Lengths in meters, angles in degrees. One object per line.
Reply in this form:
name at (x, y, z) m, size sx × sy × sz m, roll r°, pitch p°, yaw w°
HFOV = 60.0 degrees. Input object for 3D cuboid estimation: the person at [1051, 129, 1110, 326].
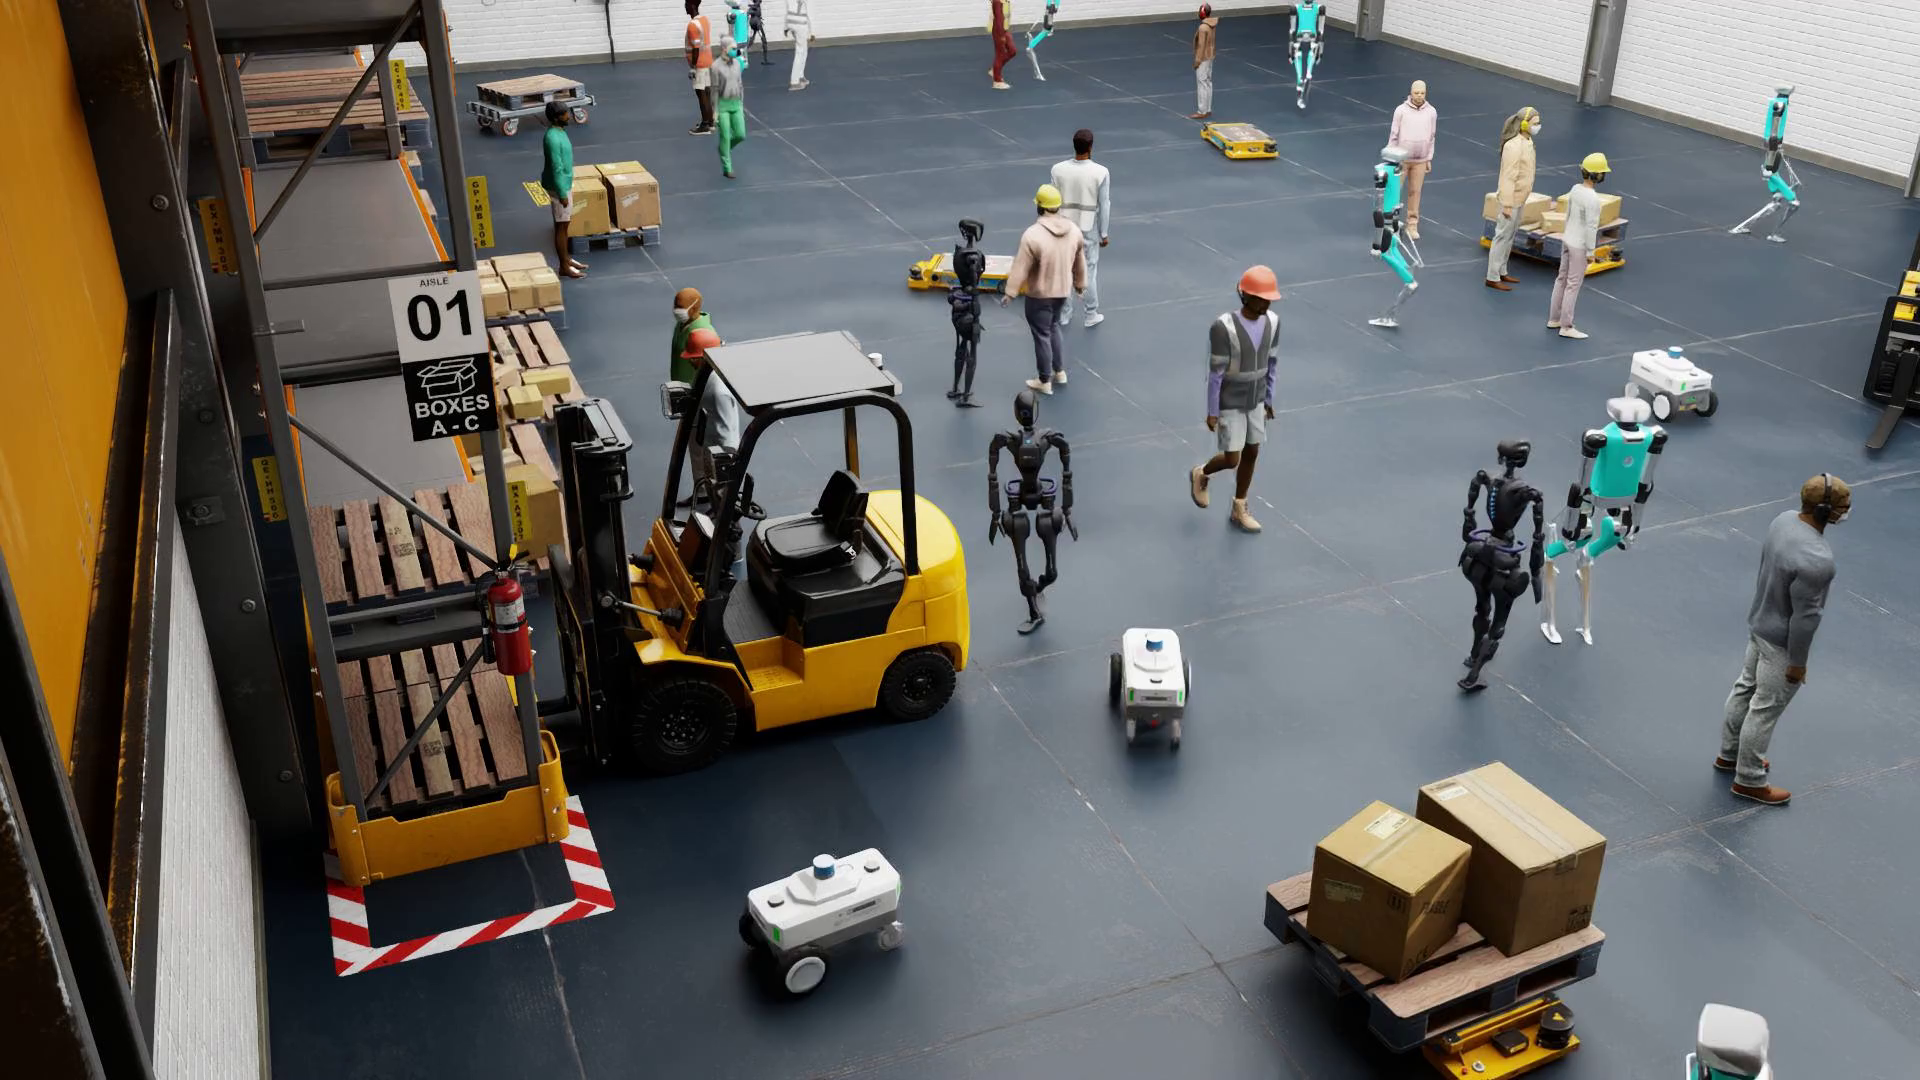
person at (1.159, -3.023, 16.165) m, size 0.589 × 1.919 × 0.399 m, roll 10°, pitch 28°, yaw 20°

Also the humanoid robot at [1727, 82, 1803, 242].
humanoid robot at (9.312, -4.250, 18.828) m, size 0.837 × 1.794 × 0.582 m, roll 11°, pitch 29°, yaw 20°

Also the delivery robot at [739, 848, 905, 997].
delivery robot at (-0.672, 1.811, 8.080) m, size 0.801 × 0.608 × 0.499 m, roll -15°, pitch 30°, yaw -27°

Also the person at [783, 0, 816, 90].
person at (-2.507, -8.079, 26.290) m, size 0.621 × 1.855 × 0.597 m, roll -22°, pitch 34°, yaw -37°

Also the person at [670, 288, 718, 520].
person at (-1.941, -1.011, 12.313) m, size 0.384 × 1.782 × 0.552 m, roll -17°, pitch 31°, yaw -30°

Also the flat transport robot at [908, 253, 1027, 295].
flat transport robot at (0.215, -2.817, 17.590) m, size 1.431 × 0.231 × 0.659 m, roll 5°, pitch 27°, yaw 9°

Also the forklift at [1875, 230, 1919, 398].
forklift at (9.029, -2.397, 14.618) m, size 1.214 × 2.155 × 2.313 m, roll 18°, pitch 32°, yaw 32°

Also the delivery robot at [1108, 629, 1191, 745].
delivery robot at (1.156, 0.839, 10.022) m, size 0.499 × 0.614 × 0.808 m, roll 1°, pitch 27°, yaw 2°

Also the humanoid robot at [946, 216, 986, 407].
humanoid robot at (0.057, -1.979, 14.354) m, size 0.333 × 1.656 × 0.603 m, roll -5°, pitch 27°, yaw -10°

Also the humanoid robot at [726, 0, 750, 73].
humanoid robot at (-3.397, -6.987, 24.306) m, size 0.687 × 1.846 × 0.540 m, roll 10°, pitch 28°, yaw 19°

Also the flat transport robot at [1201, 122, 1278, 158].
flat transport robot at (3.855, -5.526, 22.978) m, size 0.659 × 0.231 × 1.431 m, roll -4°, pitch 27°, yaw -8°

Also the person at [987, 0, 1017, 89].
person at (0.670, -8.021, 26.293) m, size 0.448 × 1.753 × 0.476 m, roll 10°, pitch 28°, yaw 20°

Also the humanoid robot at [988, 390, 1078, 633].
humanoid robot at (0.479, -0.208, 10.857) m, size 0.593 × 1.637 × 0.490 m, roll 1°, pitch 27°, yaw 2°

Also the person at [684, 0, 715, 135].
person at (-3.701, -6.739, 23.513) m, size 0.383 × 1.958 × 0.600 m, roll 5°, pitch 27°, yaw 9°

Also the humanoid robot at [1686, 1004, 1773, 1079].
humanoid robot at (2.232, 2.286, 5.823) m, size 0.868 × 1.780 × 0.550 m, roll 9°, pitch 28°, yaw 18°

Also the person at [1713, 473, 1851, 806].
person at (4.496, 0.527, 9.095) m, size 0.374 × 1.928 × 0.627 m, roll 3°, pitch 27°, yaw 7°

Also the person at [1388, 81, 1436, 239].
person at (5.104, -4.316, 18.886) m, size 0.524 × 1.783 × 0.402 m, roll 0°, pitch 27°, yaw 0°

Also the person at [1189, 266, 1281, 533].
person at (2.014, -1.041, 12.106) m, size 0.629 × 2.022 × 0.573 m, roll -15°, pitch 30°, yaw -27°

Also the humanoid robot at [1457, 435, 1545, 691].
humanoid robot at (3.274, 0.129, 10.182) m, size 0.522 × 1.643 × 0.602 m, roll -19°, pitch 32°, yaw -33°

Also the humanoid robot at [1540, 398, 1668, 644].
humanoid robot at (4.024, -0.158, 10.655) m, size 0.534 × 1.761 × 0.702 m, roll -4°, pitch 27°, yaw -8°

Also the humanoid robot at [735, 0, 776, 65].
humanoid robot at (-3.529, -8.848, 28.081) m, size 0.745 × 1.637 × 0.610 m, roll -5°, pitch 27°, yaw -10°

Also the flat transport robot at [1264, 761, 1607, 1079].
flat transport robot at (2.206, 2.026, 7.957) m, size 0.659 × 0.231 × 1.431 m, roll -13°, pitch 29°, yaw -23°

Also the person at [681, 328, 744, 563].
person at (-1.723, -0.655, 11.646) m, size 0.353 × 1.742 × 0.580 m, roll -9°, pitch 28°, yaw -17°

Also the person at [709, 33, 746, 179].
person at (-3.021, -5.602, 21.397) m, size 0.556 × 1.828 × 0.521 m, roll -22°, pitch 34°, yaw -37°

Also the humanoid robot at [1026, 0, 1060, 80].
humanoid robot at (1.296, -8.398, 27.063) m, size 0.717 × 1.773 × 0.585 m, roll 2°, pitch 27°, yaw 3°

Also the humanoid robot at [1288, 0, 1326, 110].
humanoid robot at (5.108, -7.187, 24.705) m, size 0.538 × 1.761 × 1.030 m, roll 7°, pitch 27°, yaw 13°

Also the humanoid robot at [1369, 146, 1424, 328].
humanoid robot at (4.266, -2.883, 16.061) m, size 0.678 × 1.767 × 0.533 m, roll 15°, pitch 30°, yaw 27°

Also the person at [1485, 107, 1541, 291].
person at (5.727, -3.553, 17.268) m, size 0.395 × 1.875 × 0.568 m, roll 17°, pitch 31°, yaw 30°

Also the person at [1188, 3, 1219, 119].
person at (3.595, -7.043, 24.454) m, size 0.320 × 1.651 × 0.460 m, roll 14°, pitch 30°, yaw 25°

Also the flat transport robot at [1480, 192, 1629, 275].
flat transport robot at (6.569, -3.243, 18.438) m, size 0.659 × 0.231 × 1.431 m, roll -17°, pitch 32°, yaw -31°

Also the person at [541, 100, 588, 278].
person at (-4.239, -3.720, 17.628) m, size 0.385 × 1.851 × 0.495 m, roll -2°, pitch 27°, yaw -4°

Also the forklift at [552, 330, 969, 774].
forklift at (-1.094, 0.010, 9.831) m, size 2.313 × 2.155 × 1.214 m, roll -10°, pitch 28°, yaw -20°

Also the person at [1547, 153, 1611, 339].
person at (5.943, -2.824, 15.936) m, size 0.319 × 1.769 × 0.523 m, roll -2°, pitch 27°, yaw -4°

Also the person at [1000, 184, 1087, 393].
person at (0.762, -2.180, 14.568) m, size 0.810 × 1.850 × 0.470 m, roll -19°, pitch 33°, yaw -33°

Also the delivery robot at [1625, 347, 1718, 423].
delivery robot at (6.151, -1.361, 14.385) m, size 0.499 × 0.603 × 0.795 m, roll -8°, pitch 28°, yaw -16°
